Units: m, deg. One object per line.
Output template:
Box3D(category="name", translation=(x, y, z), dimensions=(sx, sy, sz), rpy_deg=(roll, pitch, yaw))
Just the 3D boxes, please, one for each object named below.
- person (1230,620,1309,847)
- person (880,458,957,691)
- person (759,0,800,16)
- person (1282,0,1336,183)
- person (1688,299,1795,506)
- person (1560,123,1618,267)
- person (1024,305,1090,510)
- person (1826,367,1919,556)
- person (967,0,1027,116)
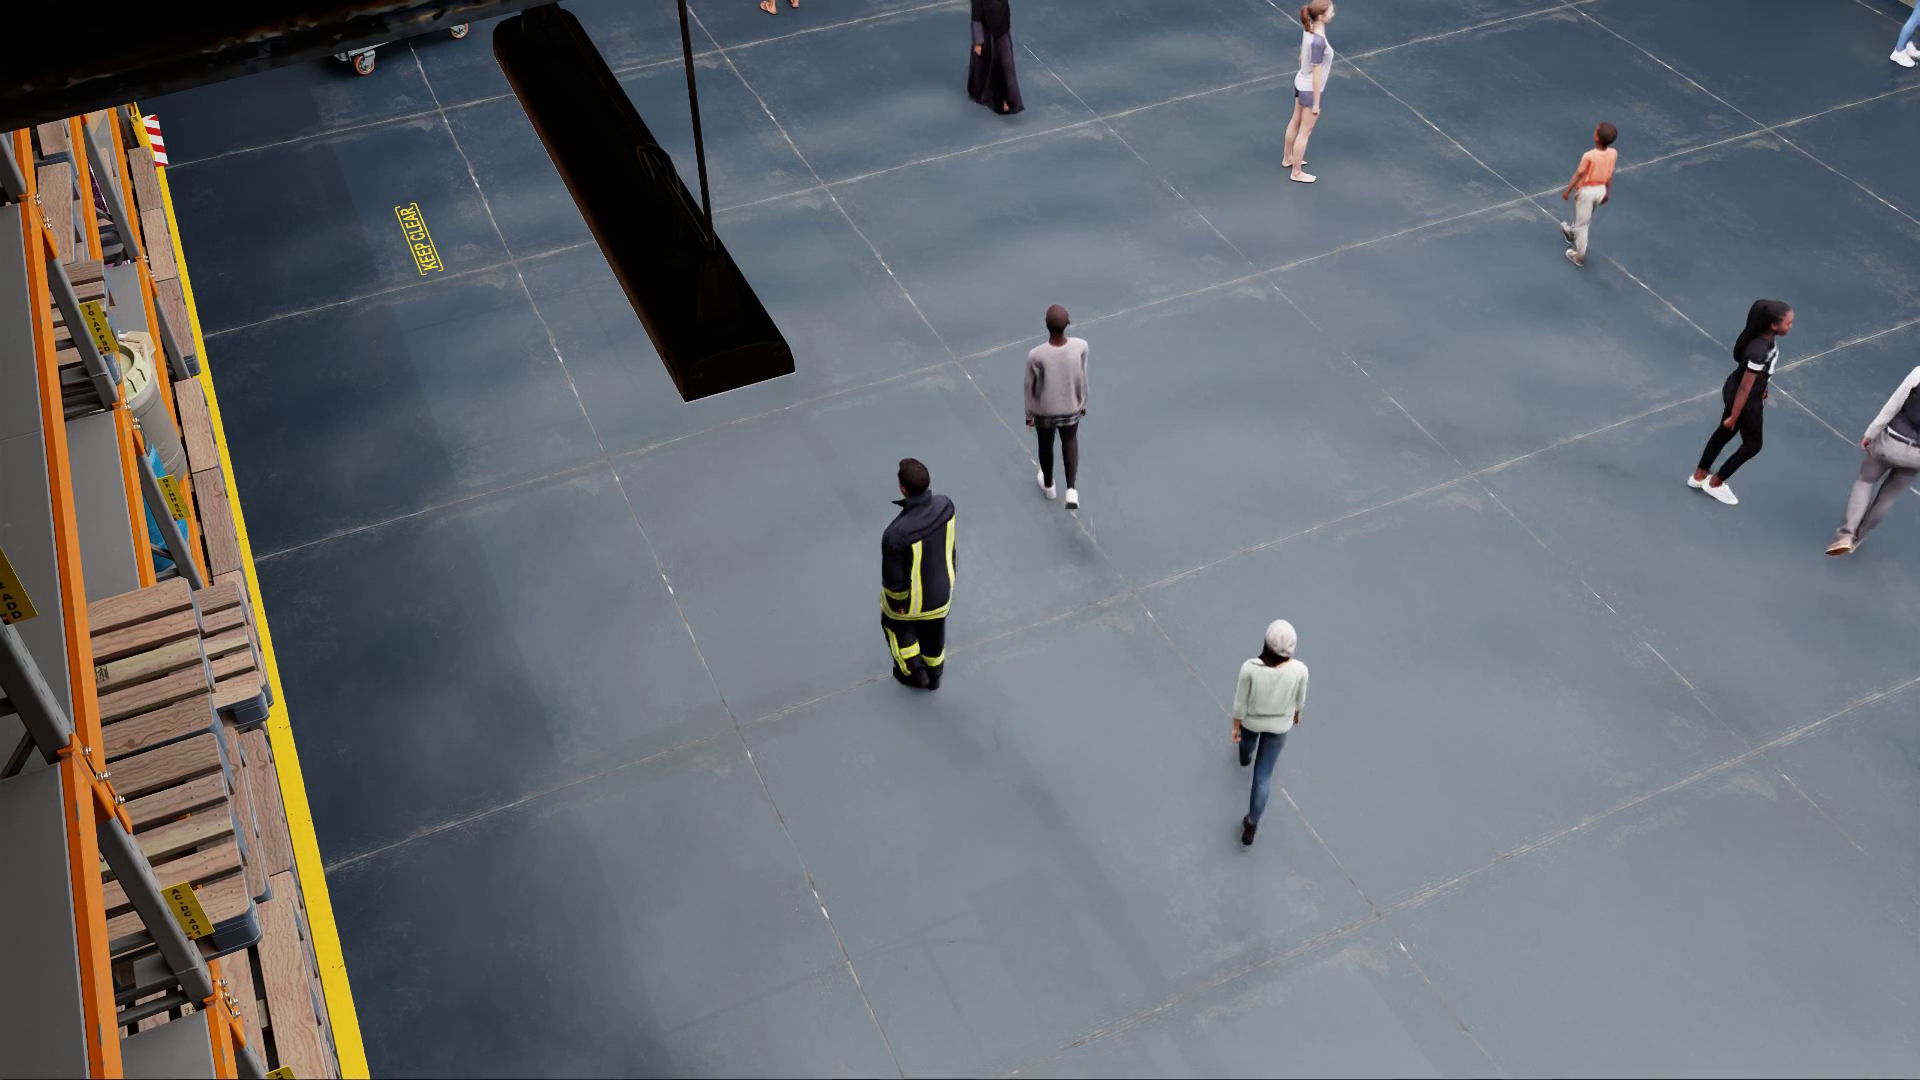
Box3D(category="person", translation=(1.833, 1.149, 9.955), dimensions=(0.975, 1.597, 1.195), rpy_deg=(4, 44, 4))
Box3D(category="person", translation=(-0.205, 0.289, 10.627), dimensions=(0.844, 1.915, 0.768), rpy_deg=(-29, 51, -27))
Box3D(category="person", translation=(-1.994, -6.619, 17.915), dimensions=(0.669, 1.865, 0.594), rpy_deg=(-23, 48, -22))
Box3D(category="person", translation=(3.241, -4.199, 15.446), dimensions=(0.701, 1.767, 0.579), rpy_deg=(-6, 44, -6))
Box3D(category="person", translation=(5.647, -1.038, 12.161), dimensions=(0.825, 1.720, 0.767), rpy_deg=(15, 46, 15))
Box3D(category="person", translation=(5.543, -2.993, 14.530), dimensions=(0.597, 1.285, 0.838), rpy_deg=(-9, 44, -10))
Box3D(category="person", translation=(0.725, -0.905, 11.991), dimensions=(0.756, 1.763, 0.948), rpy_deg=(-8, 44, -8))
Box3D(category="person", translation=(6.545, -0.580, 11.536), dimensions=(0.989, 1.921, 1.019), rpy_deg=(21, 47, 20))
Box3D(category="person", translation=(0.268, -5.039, 16.443), dimensions=(0.638, 1.607, 1.097), rpy_deg=(-20, 47, -20))
